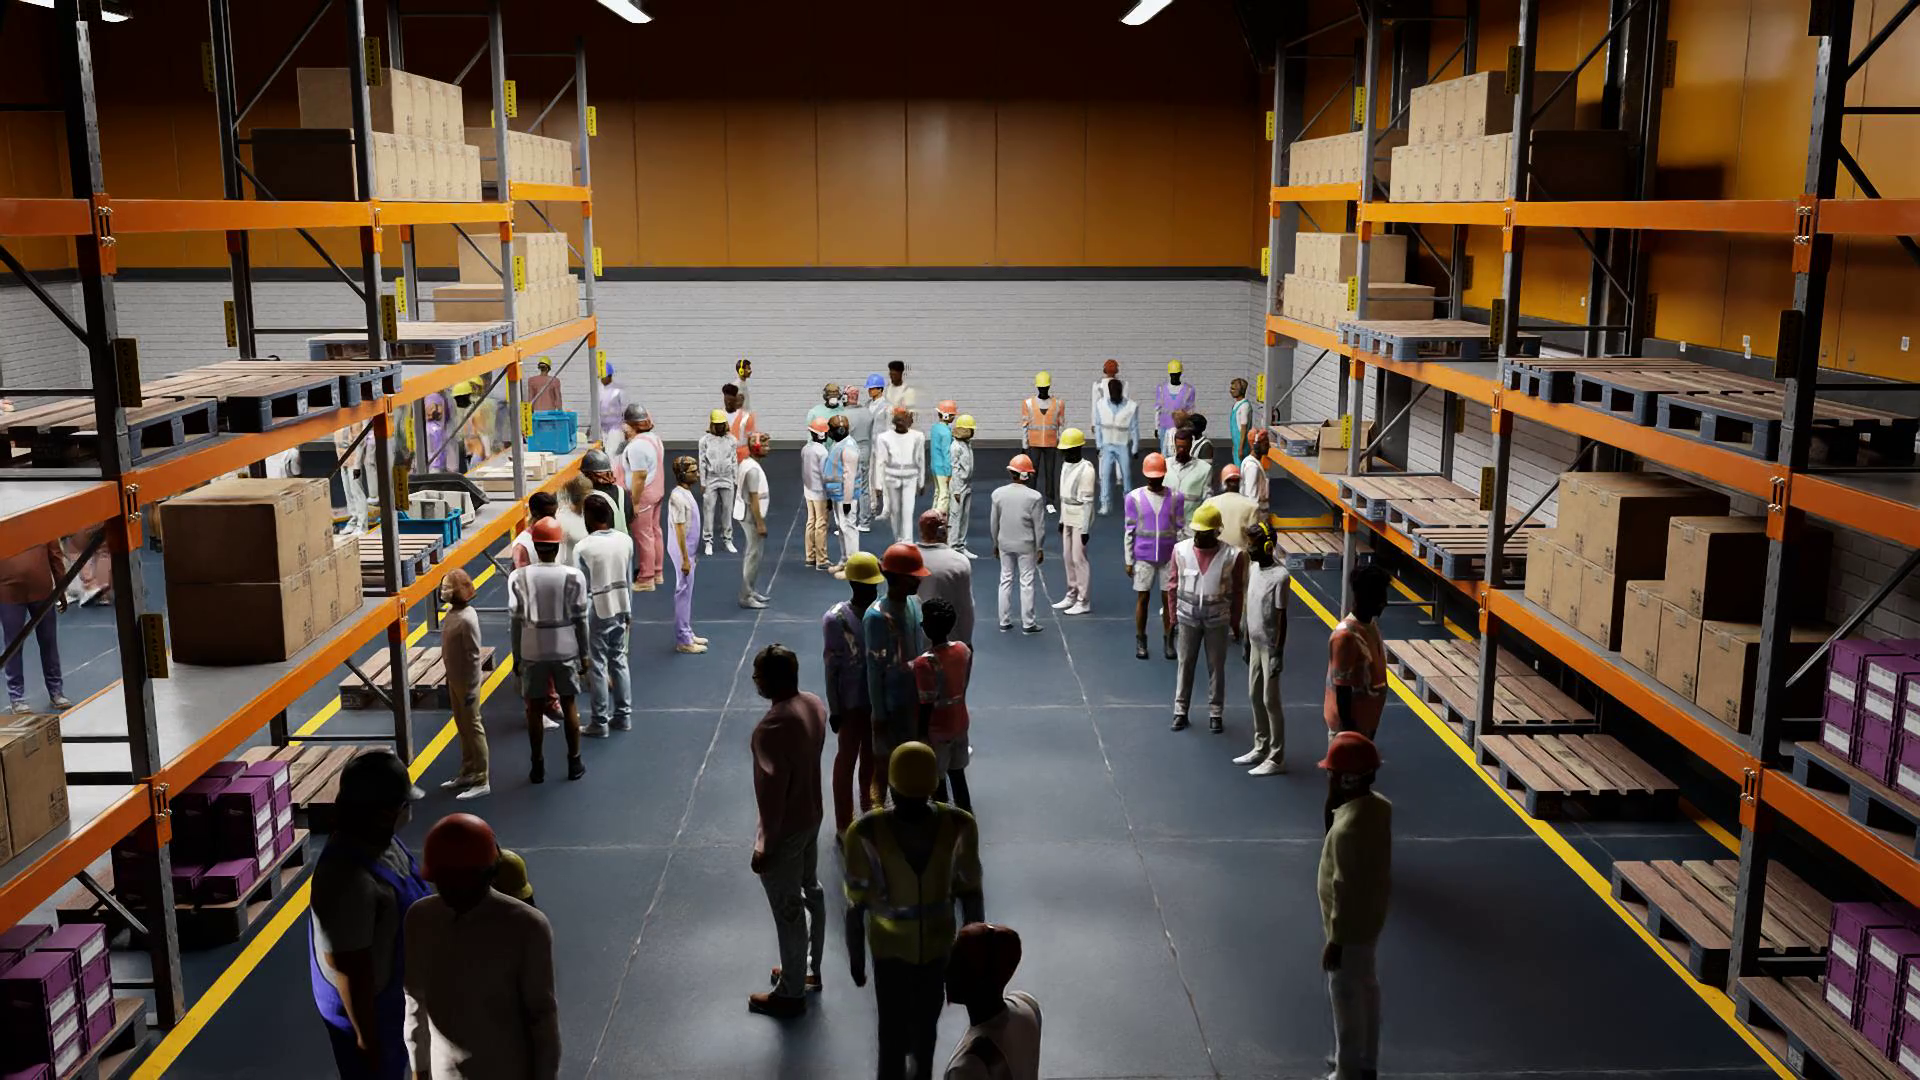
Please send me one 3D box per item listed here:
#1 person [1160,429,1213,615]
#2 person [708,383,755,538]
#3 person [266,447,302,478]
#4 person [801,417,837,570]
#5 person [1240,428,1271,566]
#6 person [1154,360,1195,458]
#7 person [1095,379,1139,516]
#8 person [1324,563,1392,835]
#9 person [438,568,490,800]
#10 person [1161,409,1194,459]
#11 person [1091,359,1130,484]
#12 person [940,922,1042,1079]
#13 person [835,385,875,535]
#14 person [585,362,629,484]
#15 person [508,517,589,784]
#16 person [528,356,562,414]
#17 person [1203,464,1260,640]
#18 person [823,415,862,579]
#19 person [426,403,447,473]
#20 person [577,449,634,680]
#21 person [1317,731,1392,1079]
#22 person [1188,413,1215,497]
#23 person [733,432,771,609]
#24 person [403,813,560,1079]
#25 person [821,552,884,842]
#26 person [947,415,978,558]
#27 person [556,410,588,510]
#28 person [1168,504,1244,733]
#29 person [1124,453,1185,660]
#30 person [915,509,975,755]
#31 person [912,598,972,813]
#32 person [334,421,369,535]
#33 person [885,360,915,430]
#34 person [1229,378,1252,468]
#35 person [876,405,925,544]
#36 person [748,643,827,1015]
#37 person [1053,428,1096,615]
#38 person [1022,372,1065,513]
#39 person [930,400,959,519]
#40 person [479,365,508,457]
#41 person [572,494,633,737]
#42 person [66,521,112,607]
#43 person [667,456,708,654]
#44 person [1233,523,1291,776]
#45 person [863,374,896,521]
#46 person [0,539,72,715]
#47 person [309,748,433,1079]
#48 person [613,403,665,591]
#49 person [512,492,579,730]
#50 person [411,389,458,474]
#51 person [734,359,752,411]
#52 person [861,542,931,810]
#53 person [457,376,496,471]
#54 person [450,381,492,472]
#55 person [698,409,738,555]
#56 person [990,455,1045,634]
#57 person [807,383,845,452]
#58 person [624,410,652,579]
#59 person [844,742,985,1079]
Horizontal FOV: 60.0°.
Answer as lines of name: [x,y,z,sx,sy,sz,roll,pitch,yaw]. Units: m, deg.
person: [2.259,-0.181,16.865,0.589,1.912,0.393,4,12,19]
person: [-2.889,-1.044,21.127,0.618,1.939,0.865,0,11,2]
person: [-7.407,-0.406,18.174,0.505,1.841,0.346,4,12,21]
person: [-1.596,-0.535,19.039,0.337,1.748,0.574,-7,13,-31]
person: [3.007,-0.208,17.072,0.362,1.882,0.576,2,11,9]
person: [3.120,-1.664,24.257,0.584,1.928,0.373,3,12,15]
person: [2.091,-1.237,22.351,0.599,1.839,1.008,3,12,16]
person: [2.450,1.100,10.302,0.369,1.965,0.601,6,13,27]
person: [-3.494,0.996,11.654,0.274,1.636,0.507,-8,14,-34]
person: [2.698,-0.840,20.910,0.710,1.613,0.527,-8,14,-36]
person: [2.253,-1.763,24.865,0.584,1.883,0.337,0,11,-2]
person: [0.079,2.122,5.381,0.347,1.884,0.584,4,12,19]
person: [-1.371,-1.003,20.998,0.403,1.910,0.637,10,15,40]
person: [-5.111,-1.601,23.967,0.600,1.911,0.765,8,14,33]
person: [-2.947,0.791,11.963,0.552,1.928,0.389,-2,12,-12]
person: [-6.671,-2.079,26.782,0.535,1.755,0.342,-1,11,-4]
person: [2.558,0.139,15.738,0.572,1.716,0.561,3,12,16]
person: [-1.318,-0.489,18.621,0.430,1.837,0.629,-3,12,-16]
person: [-6.757,-0.952,21.437,0.323,1.631,0.525,-8,14,-36]
person: [-3.193,0.205,14.604,0.537,2.000,0.683,5,12,22]
person: [1.791,1.730,7.688,0.344,1.749,0.572,6,13,29]
person: [2.864,-0.677,19.922,0.323,1.690,0.537,-3,12,-16]
person: [-2.145,-0.207,17.206,0.392,1.830,0.579,-1,11,-5]
person: [-1.757,1.934,6.079,0.618,1.986,0.408,3,12,15]
person: [-0.628,1.017,10.820,0.366,1.926,0.593,10,15,41]
person: [0.045,-0.602,19.431,0.319,1.737,0.486,4,12,21]
person: [-4.865,-0.801,20.698,0.513,1.625,0.281,-6,13,-26]
person: [1.923,0.614,13.093,0.590,1.827,0.404,3,12,16]
person: [1.778,0.148,15.199,0.549,1.924,0.387,0,11,0]
person: [-0.191,0.710,12.424,0.643,1.905,0.400,4,12,19]
person: [-0.119,1.199,10.483,0.320,1.695,0.538,7,13,33]
person: [-7.668,-0.982,20.865,0.377,1.918,0.585,-10,15,-42]
person: [-0.919,-1.614,23.920,0.485,1.951,0.618,-10,15,-42]
person: [3.806,-1.287,22.617,0.341,1.839,0.501,0,11,2]
person: [-0.695,-0.682,19.602,0.575,1.824,1.078,0,11,-2]
person: [-0.892,1.471,8.527,0.373,1.935,0.628,4,12,17]
person: [1.162,-0.195,16.923,0.405,1.916,0.594,-4,12,-20]
person: [1.127,-1.313,22.501,0.590,1.926,0.388,0,11,1]
person: [-0.183,-0.894,20.878,0.352,1.738,0.573,-3,12,-16]
person: [-7.649,-2.352,27.428,0.538,2.000,0.690,4,12,17]
person: [-2.780,0.590,13.021,0.410,1.908,0.598,7,13,31]
person: [-8.997,-0.237,17.225,0.423,1.880,0.678,8,14,34]
person: [-2.540,0.131,15.469,0.346,1.846,0.507,-1,11,-5]
person: [2.212,0.790,12.153,0.344,1.856,0.526,-4,12,-20]
person: [-1.092,-1.229,22.026,0.388,1.947,0.612,-11,15,-43]
person: [-7.611,0.445,13.550,0.614,1.987,0.408,-10,15,-42]
person: [-2.280,1.797,6.623,0.535,2.000,0.683,-2,12,-12]
person: [-3.478,-0.472,17.997,0.535,2.000,0.684,2,11,9]
person: [-3.329,0.551,13.212,0.402,1.909,0.599,3,12,15]
person: [-7.636,-1.648,24.200,1.012,1.933,0.649,-1,11,-6]
person: [-3.264,-1.784,25.011,0.317,1.870,0.523,-1,11,-6]
person: [-0.376,1.007,10.607,0.407,2.036,0.606,6,13,26]
person: [-6.872,-1.466,23.698,0.528,1.759,0.336,-1,11,-7]
person: [-6.348,-1.207,22.121,0.825,1.881,0.605,-7,13,-30]
person: [-2.871,-0.695,19.862,0.484,1.745,0.298,-5,12,-23]
person: [0.575,0.039,16.168,0.565,1.745,0.342,6,13,28]
person: [-1.621,-1.040,21.134,0.631,1.932,0.373,-2,12,-12]
person: [-3.519,-0.521,18.522,0.386,1.931,0.543,-3,12,-13]
person: [-0.176,1.774,7.114,0.590,1.895,0.772,-3,12,-16]
